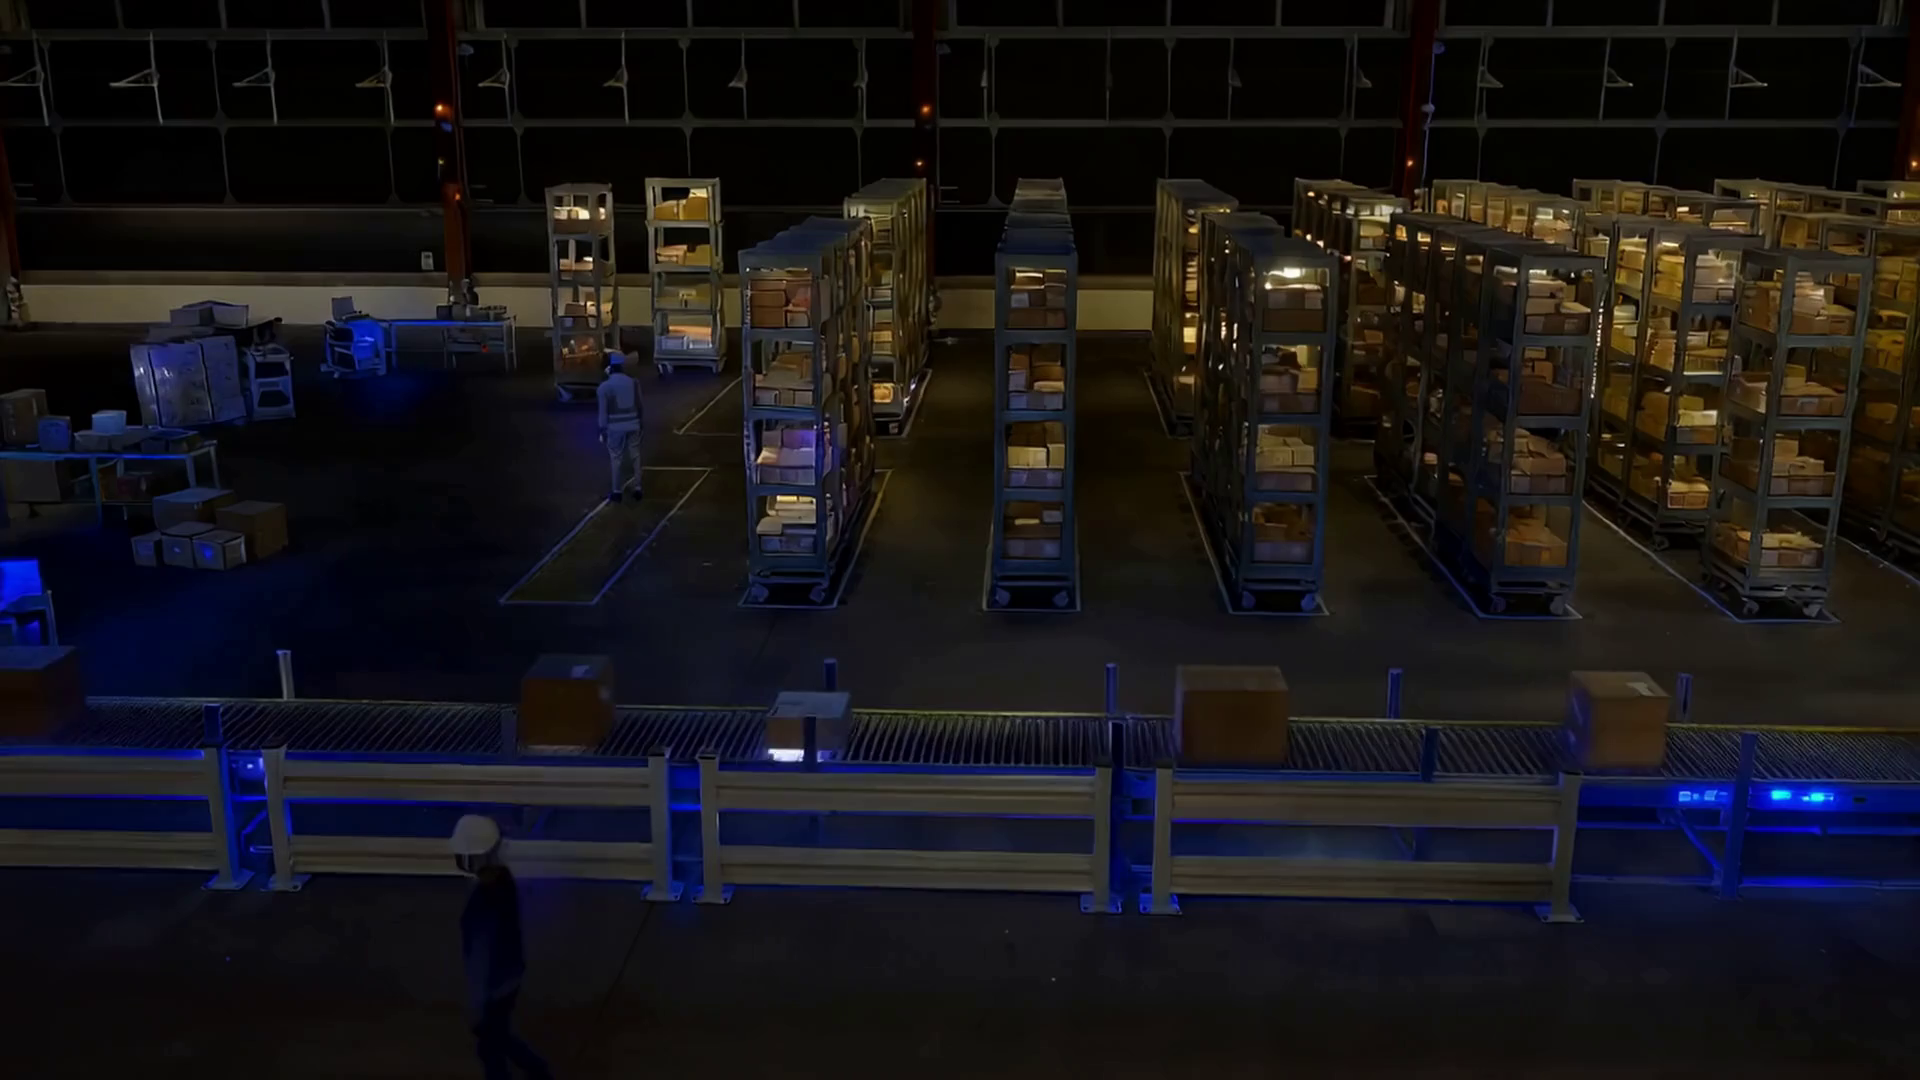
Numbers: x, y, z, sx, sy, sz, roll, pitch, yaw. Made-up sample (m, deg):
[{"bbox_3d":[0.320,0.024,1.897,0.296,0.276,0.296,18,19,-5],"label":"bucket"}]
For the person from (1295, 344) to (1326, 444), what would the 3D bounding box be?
[{"bbox_3d":[5.062,-2.268,24.518,0.600,1.816,0.612,1,15,5],"label":"person"}]

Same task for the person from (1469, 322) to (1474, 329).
[{"bbox_3d":[7.779,-2.608,25.819,0.590,1.795,0.976,-1,15,-4],"label":"person"}]

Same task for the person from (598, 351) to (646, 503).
[{"bbox_3d":[-4.299,-1.435,21.189,0.601,1.941,0.395,-8,17,-27],"label":"person"}]

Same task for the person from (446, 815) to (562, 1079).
[{"bbox_3d":[-2.279,2.169,8.173,0.404,1.757,0.526,-1,15,-4],"label":"person"}]
